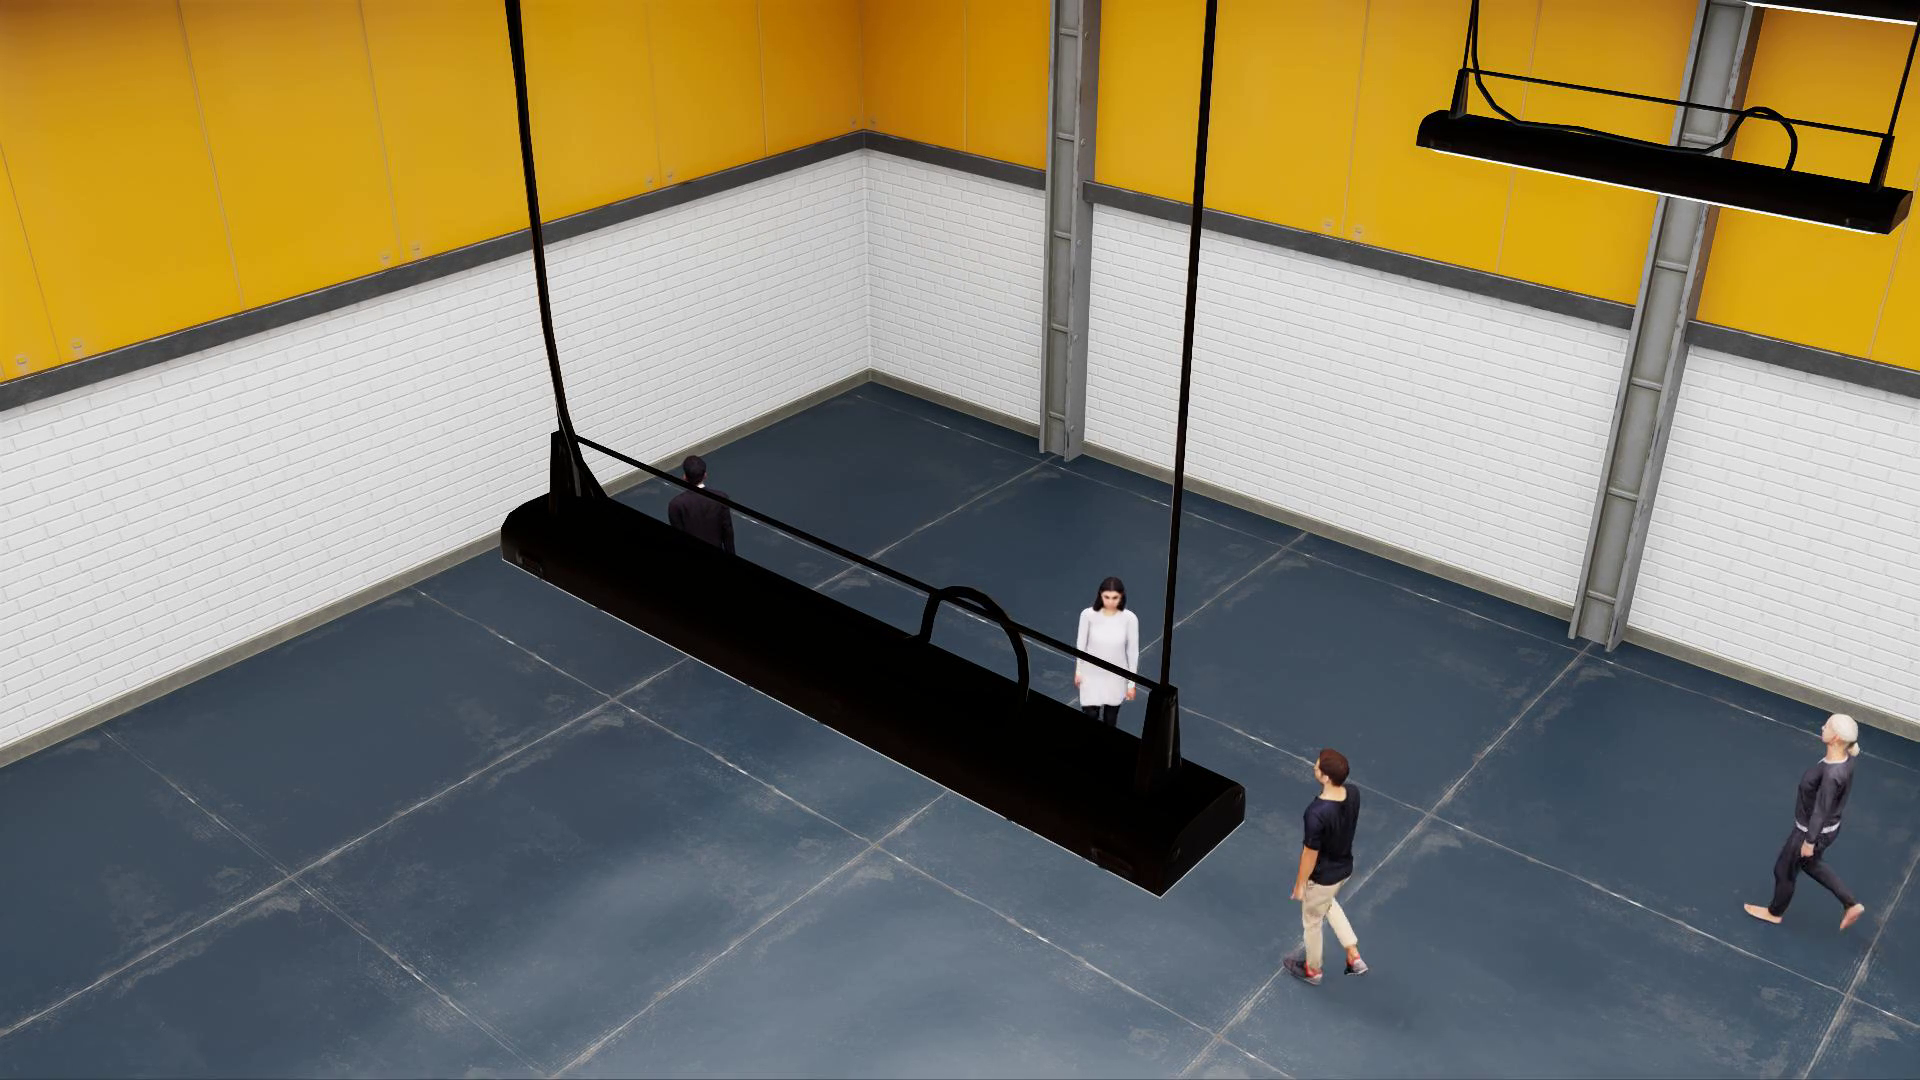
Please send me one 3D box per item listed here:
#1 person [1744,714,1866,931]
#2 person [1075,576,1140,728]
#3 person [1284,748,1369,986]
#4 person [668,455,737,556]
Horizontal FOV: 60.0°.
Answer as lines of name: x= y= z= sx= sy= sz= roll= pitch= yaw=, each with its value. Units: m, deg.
person: x=5.853 y=1.948 z=11.194 sx=0.922 sy=1.708 sz=0.636 roll=20 pitch=34 yaw=32
person: x=1.138 y=1.021 z=12.803 sx=0.805 sy=1.794 sz=0.864 roll=4 pitch=29 yaw=7
person: x=2.431 y=2.163 z=10.658 sx=0.711 sy=1.845 sz=0.817 roll=-23 pitch=36 yaw=-35
person: x=-2.226 y=0.139 z=14.328 sx=0.777 sy=1.883 sz=0.728 roll=-12 pitch=31 yaw=-21
